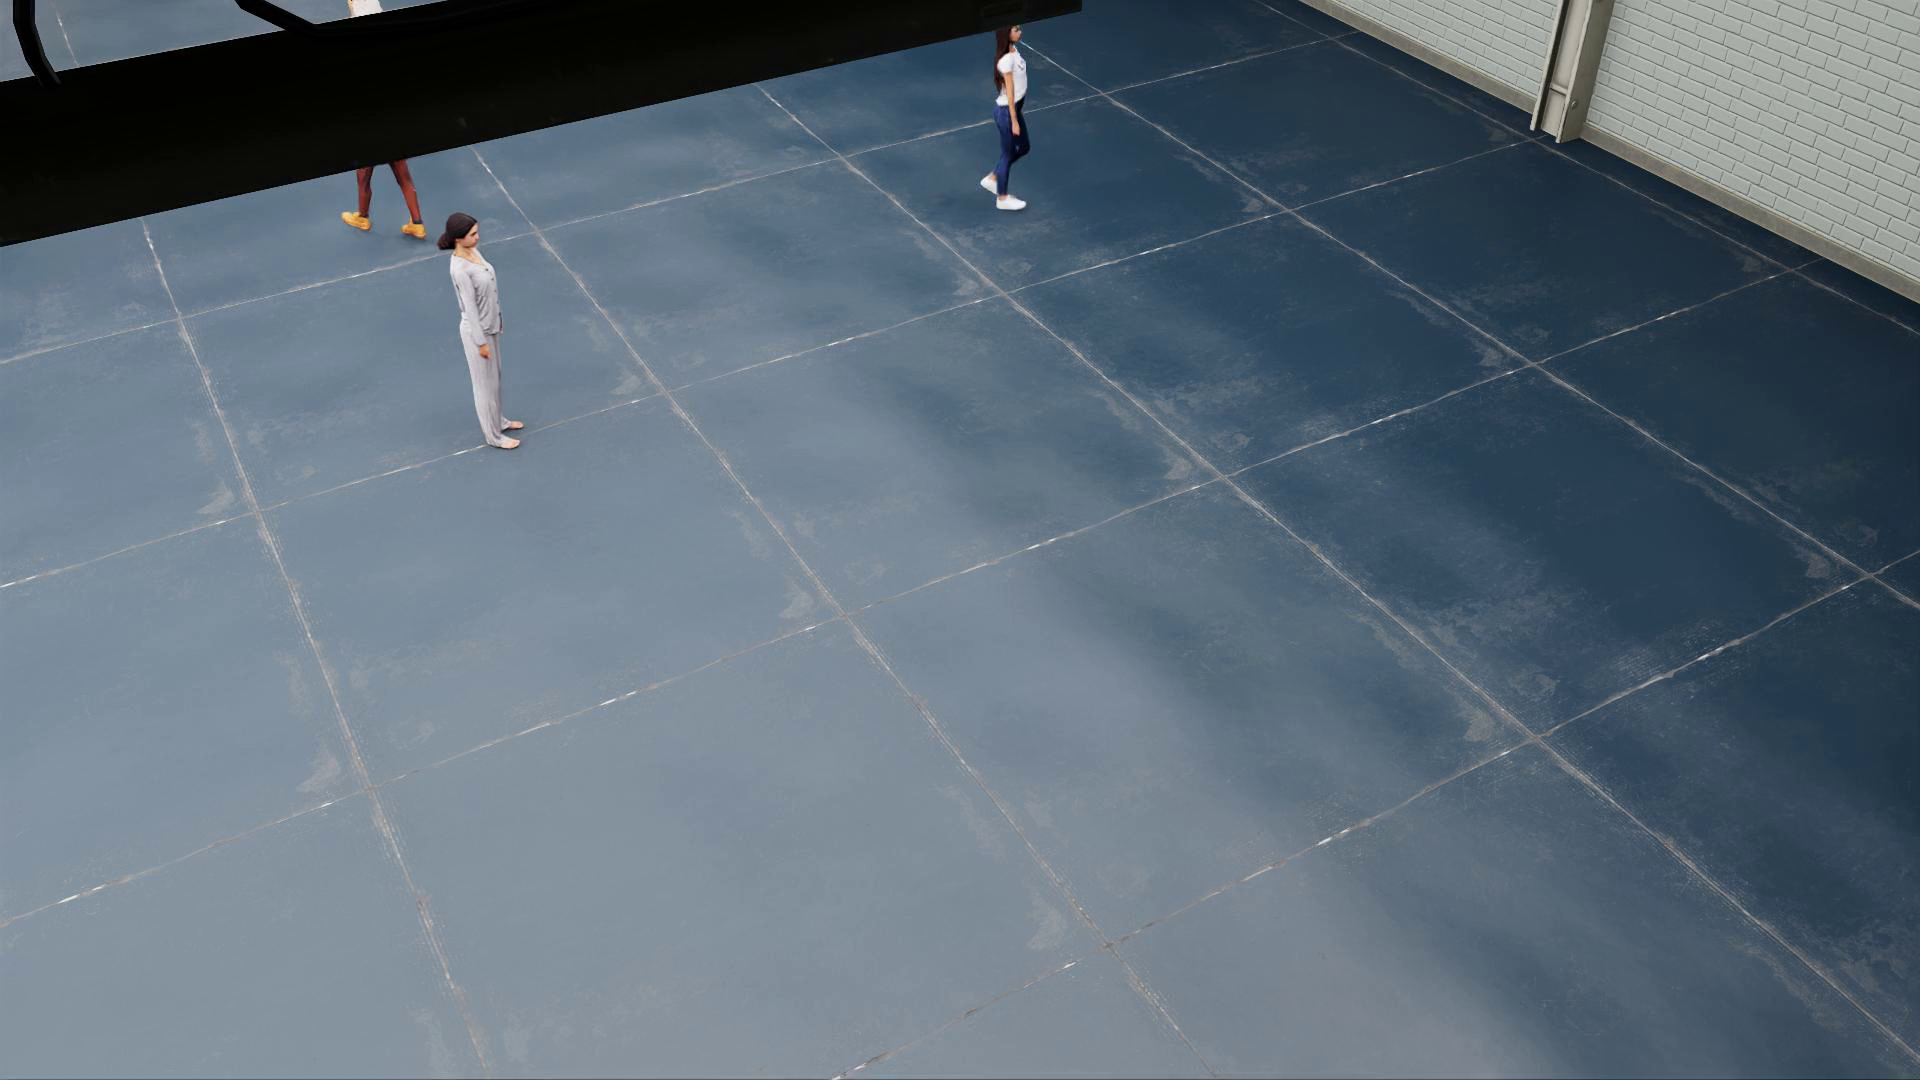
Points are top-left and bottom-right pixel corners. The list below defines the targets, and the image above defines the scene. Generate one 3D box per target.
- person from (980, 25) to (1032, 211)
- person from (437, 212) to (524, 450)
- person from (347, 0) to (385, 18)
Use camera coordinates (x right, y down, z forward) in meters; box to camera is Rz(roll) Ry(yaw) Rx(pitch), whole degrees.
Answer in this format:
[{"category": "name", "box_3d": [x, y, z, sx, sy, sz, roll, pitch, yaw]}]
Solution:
[{"category": "person", "box_3d": [0.342, -3.691, 14.469, 0.824, 1.765, 0.763, 7, 39, 9]}, {"category": "person", "box_3d": [-3.356, -1.466, 11.616, 0.732, 1.776, 0.622, -2, 38, -3]}, {"category": "person", "box_3d": [-6.104, -5.455, 16.997, 0.572, 1.428, 0.602, -30, 47, -33]}]
